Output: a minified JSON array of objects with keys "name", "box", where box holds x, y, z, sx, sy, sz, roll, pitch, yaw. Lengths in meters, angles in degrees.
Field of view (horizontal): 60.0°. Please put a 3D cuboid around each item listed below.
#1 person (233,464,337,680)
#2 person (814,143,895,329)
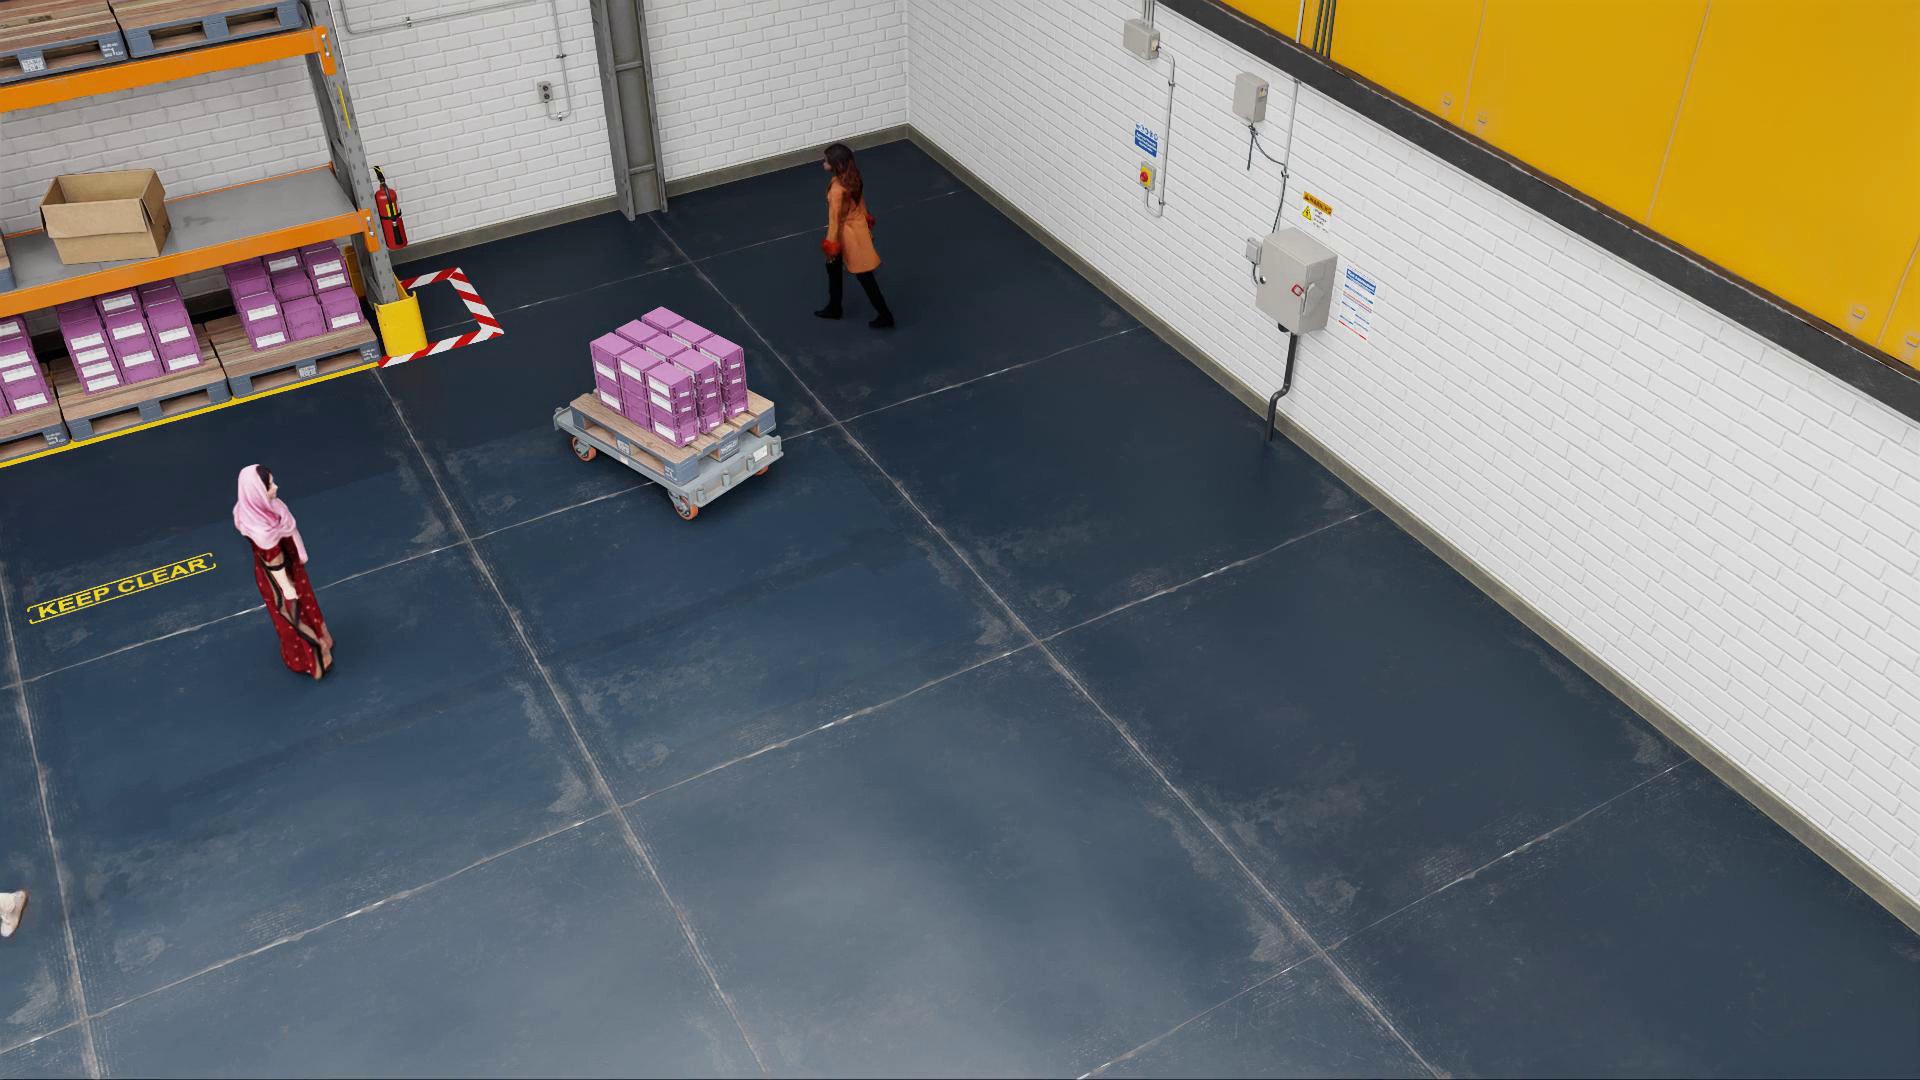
[{"name":"person","box":[-4.313,0.194,10.531,0.657,1.631,0.711,-12,40,-14]},{"name":"person","box":[-0.824,-2.495,13.851,1.102,1.690,1.016,10,40,12]}]
